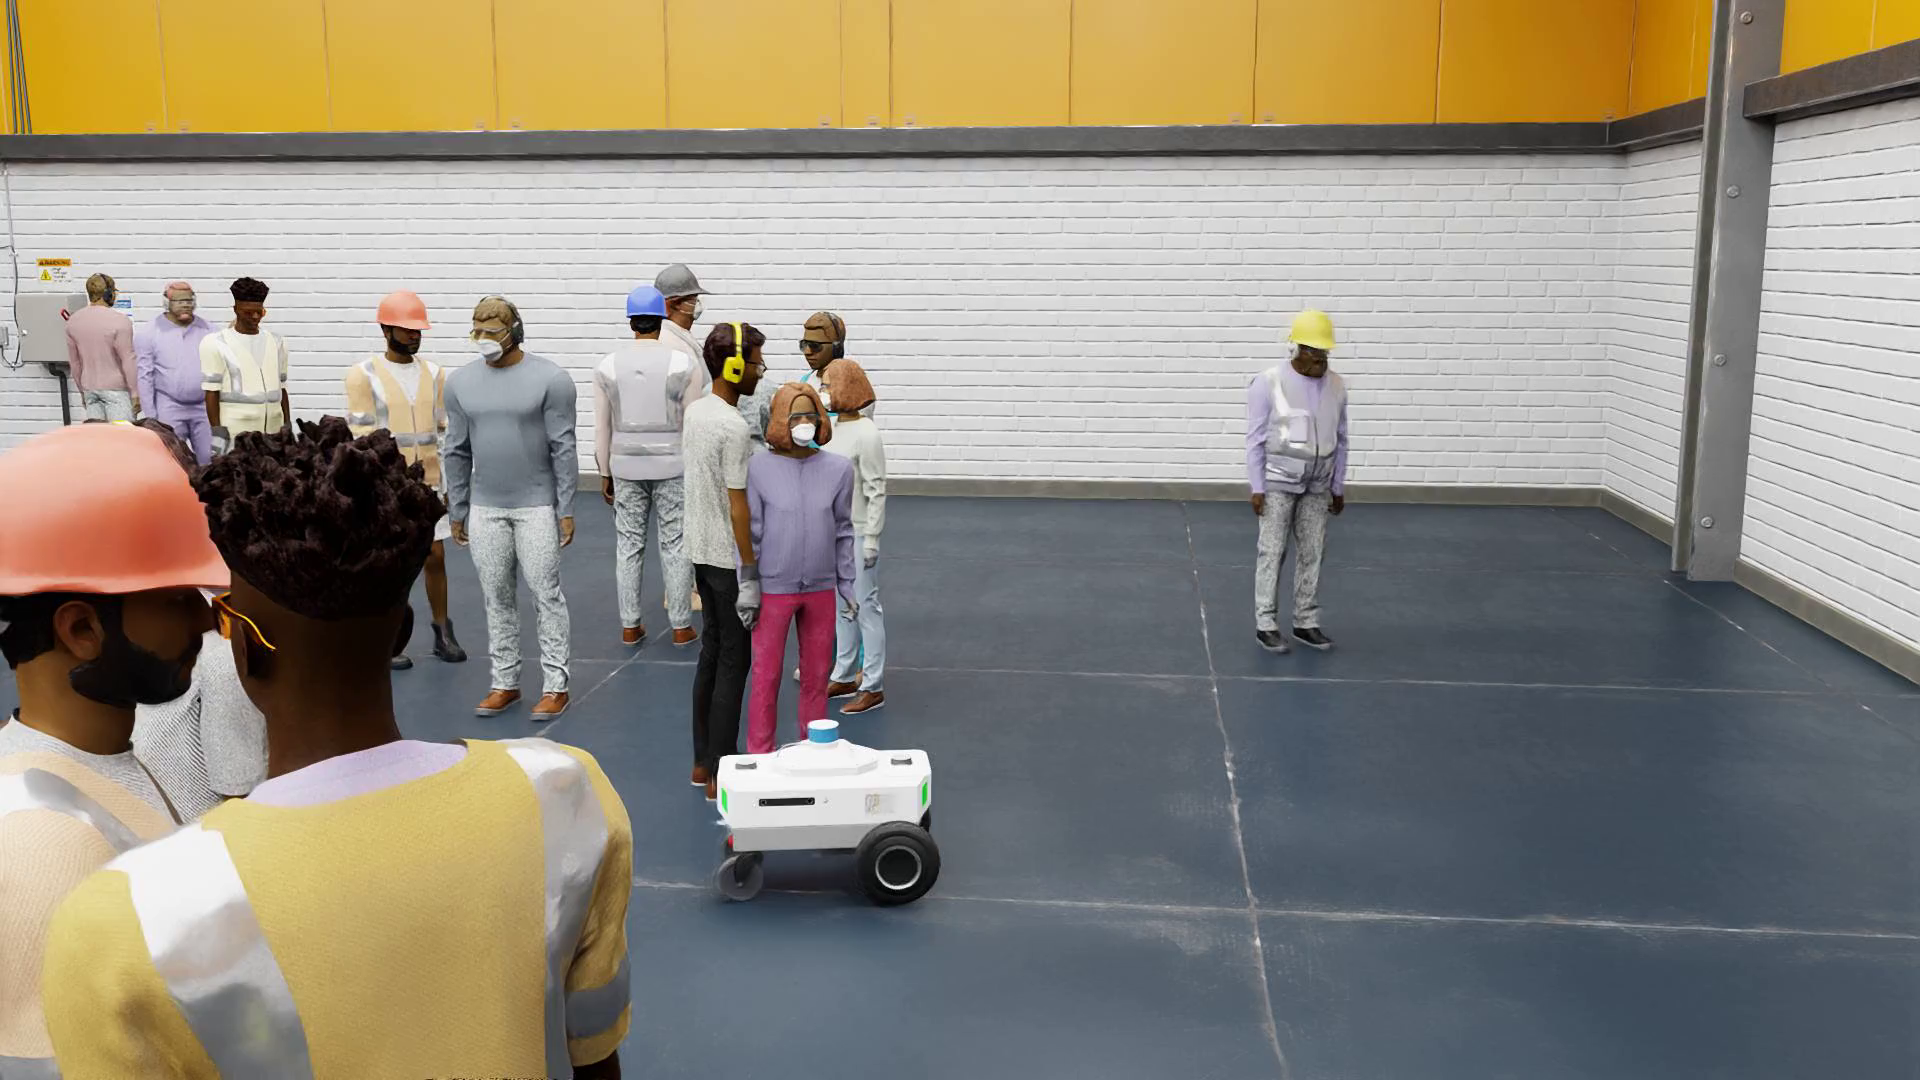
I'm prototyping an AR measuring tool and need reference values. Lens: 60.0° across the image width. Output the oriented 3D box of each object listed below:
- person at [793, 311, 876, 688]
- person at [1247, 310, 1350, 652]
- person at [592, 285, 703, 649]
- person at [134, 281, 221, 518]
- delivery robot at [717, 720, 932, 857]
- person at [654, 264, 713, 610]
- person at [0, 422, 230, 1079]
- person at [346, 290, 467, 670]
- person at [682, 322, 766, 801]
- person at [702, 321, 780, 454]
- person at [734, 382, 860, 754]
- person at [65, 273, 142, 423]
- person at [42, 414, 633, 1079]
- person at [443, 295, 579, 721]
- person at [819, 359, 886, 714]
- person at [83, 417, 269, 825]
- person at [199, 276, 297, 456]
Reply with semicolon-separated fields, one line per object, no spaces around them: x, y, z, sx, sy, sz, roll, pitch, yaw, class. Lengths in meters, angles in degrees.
-0.622;-0.189;8.101;0.501;1.839;0.347;7;12;33;person
1.803;-0.304;8.805;0.609;1.811;0.440;-4;11;-21;person
-1.643;-0.378;8.881;0.605;1.939;0.416;1;10;4;person
-5.836;-0.998;12.572;0.657;1.895;0.400;-8;13;-40;person
-0.455;0.845;5.556;0.707;0.478;0.477;-1;10;-5;delivery robot
-1.623;-0.615;9.935;0.537;2.000;0.683;-1;10;-6;person
-0.960;0.830;1.959;0.356;1.938;0.544;-6;11;-29;person
-2.814;-0.298;8.451;0.390;1.927;0.561;10;14;44;person
-0.889;0.092;6.431;0.344;1.857;0.525;-6;11;-29;person
-1.210;-0.336;9.216;0.488;1.736;0.323;-5;11;-28;person
-0.621;0.209;6.379;0.499;1.634;0.285;-5;11;-28;person
-6.954;-1.202;13.590;0.631;1.940;0.372;3;10;15;person
-0.605;0.850;1.755;0.370;1.967;0.602;9;13;41;person
-2.036;-0.141;7.558;0.636;1.928;0.383;2;10;9;person
-0.516;-0.019;7.680;0.286;1.634;0.500;-6;12;-32;person
-1.309;0.716;2.840;0.510;1.861;0.324;9;13;41;person
-4.528;-0.700;10.654;0.387;1.958;0.600;7;12;34;person
